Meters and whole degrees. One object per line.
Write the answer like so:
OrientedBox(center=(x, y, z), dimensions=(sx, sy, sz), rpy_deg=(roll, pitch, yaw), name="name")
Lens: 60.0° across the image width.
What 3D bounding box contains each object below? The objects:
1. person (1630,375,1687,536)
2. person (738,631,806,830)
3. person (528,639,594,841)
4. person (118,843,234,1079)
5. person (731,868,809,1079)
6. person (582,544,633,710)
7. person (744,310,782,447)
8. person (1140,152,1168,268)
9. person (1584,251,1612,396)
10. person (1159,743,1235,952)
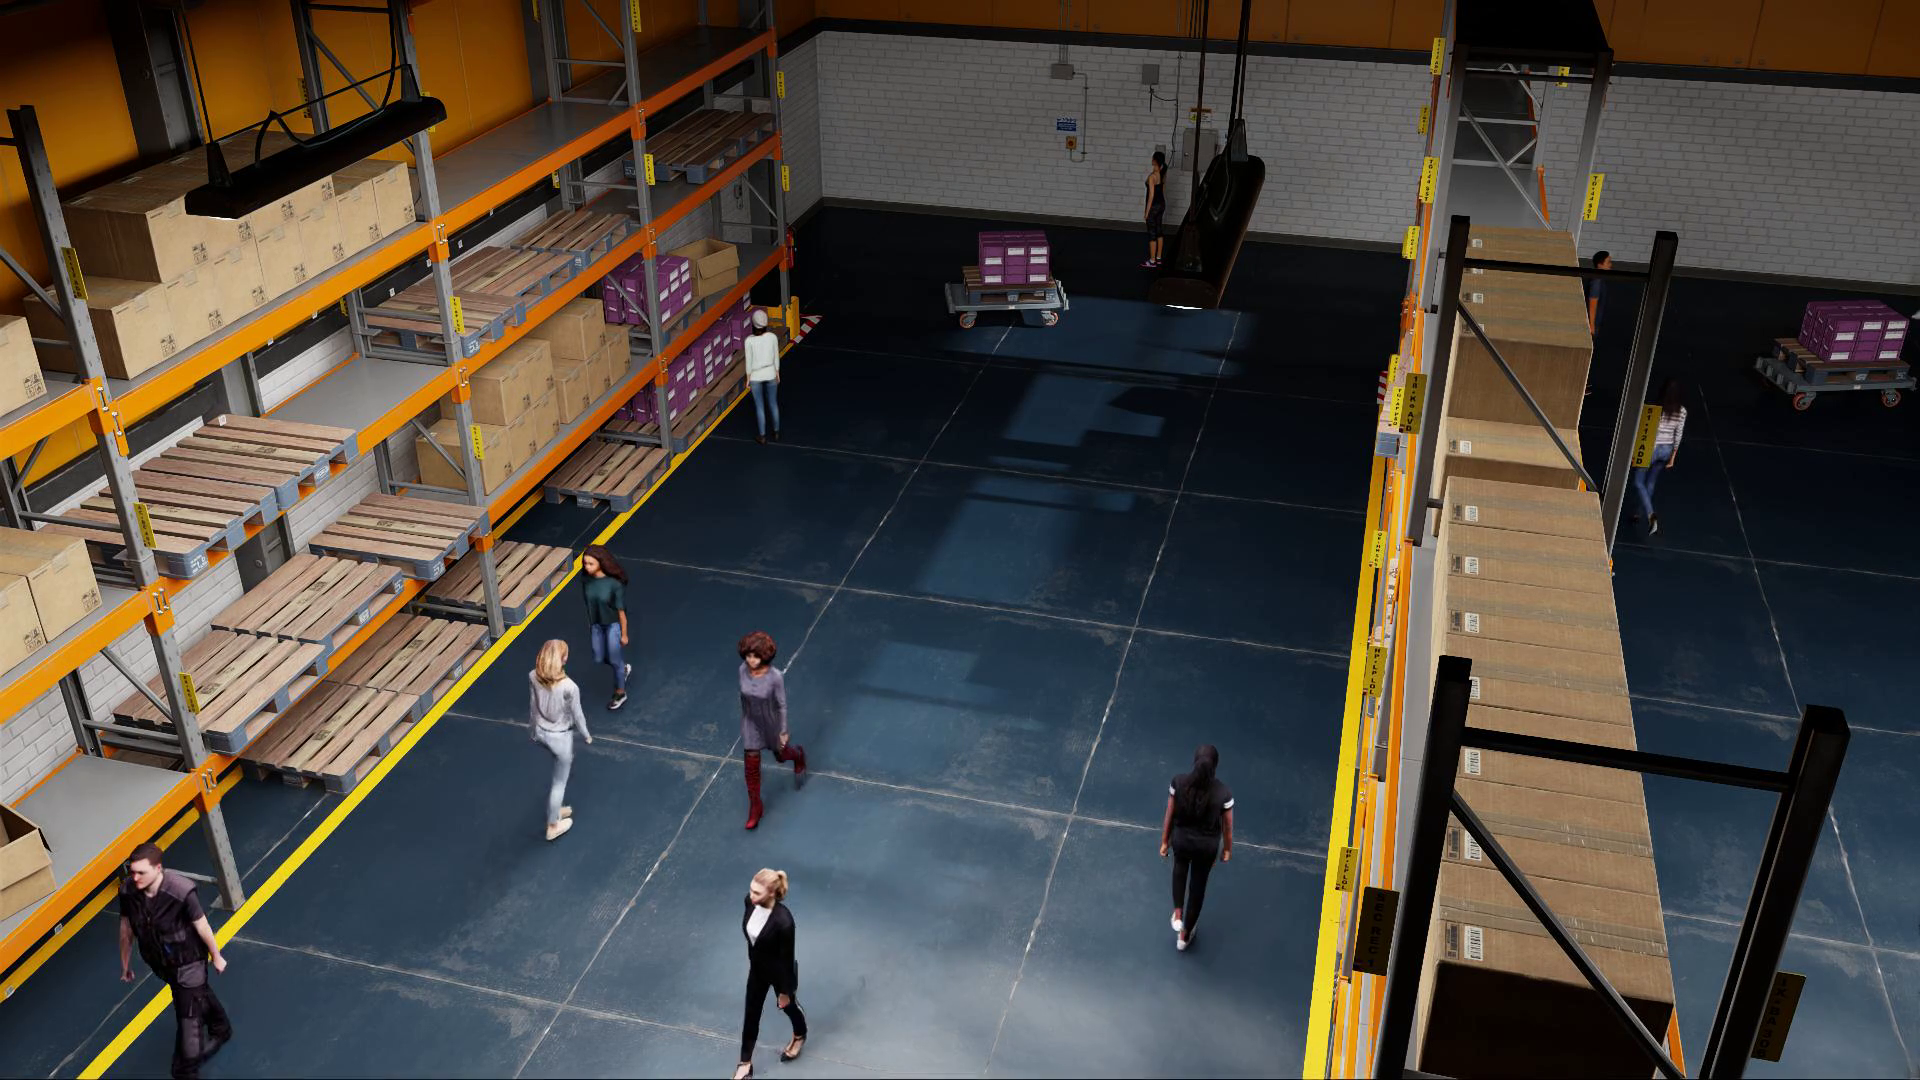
OrientedBox(center=(7.205, -0.820, 17.221), dimensions=(0.742, 1.772, 0.978), rpy_deg=(1, 29, 1), name="person")
OrientedBox(center=(-1.504, 1.432, 13.188), dimensions=(0.657, 1.681, 1.086), rpy_deg=(10, 30, 18), name="person")
OrientedBox(center=(-3.160, 1.591, 12.801), dimensions=(0.704, 1.774, 0.726), rpy_deg=(14, 32, 24), name="person")
OrientedBox(center=(-5.019, 2.660, 10.795), dimensions=(0.733, 1.816, 1.031), rpy_deg=(7, 29, 13), name="person")
OrientedBox(center=(-1.141, 2.762, 10.754), dimensions=(0.883, 1.679, 1.038), rpy_deg=(22, 36, 35), name="person")
OrientedBox(center=(-3.038, 0.706, 14.600), dimensions=(0.647, 1.603, 0.726), rpy_deg=(10, 30, 17), name="person")
OrientedBox(center=(-2.291, -1.908, 19.351), dimensions=(0.637, 1.644, 0.676), rpy_deg=(-12, 31, -22), name="person")
OrientedBox(center=(2.926, -4.941, 24.822), dimensions=(0.711, 1.730, 0.607), rpy_deg=(22, 36, 35), name="person")
OrientedBox(center=(7.833, -2.723, 20.670), dimensions=(0.738, 1.810, 0.529), rpy_deg=(12, 31, 21), name="person")
OrientedBox(center=(1.638, 2.203, 11.736), dimensions=(0.674, 1.719, 0.673), rpy_deg=(11, 30, 19), name="person")
